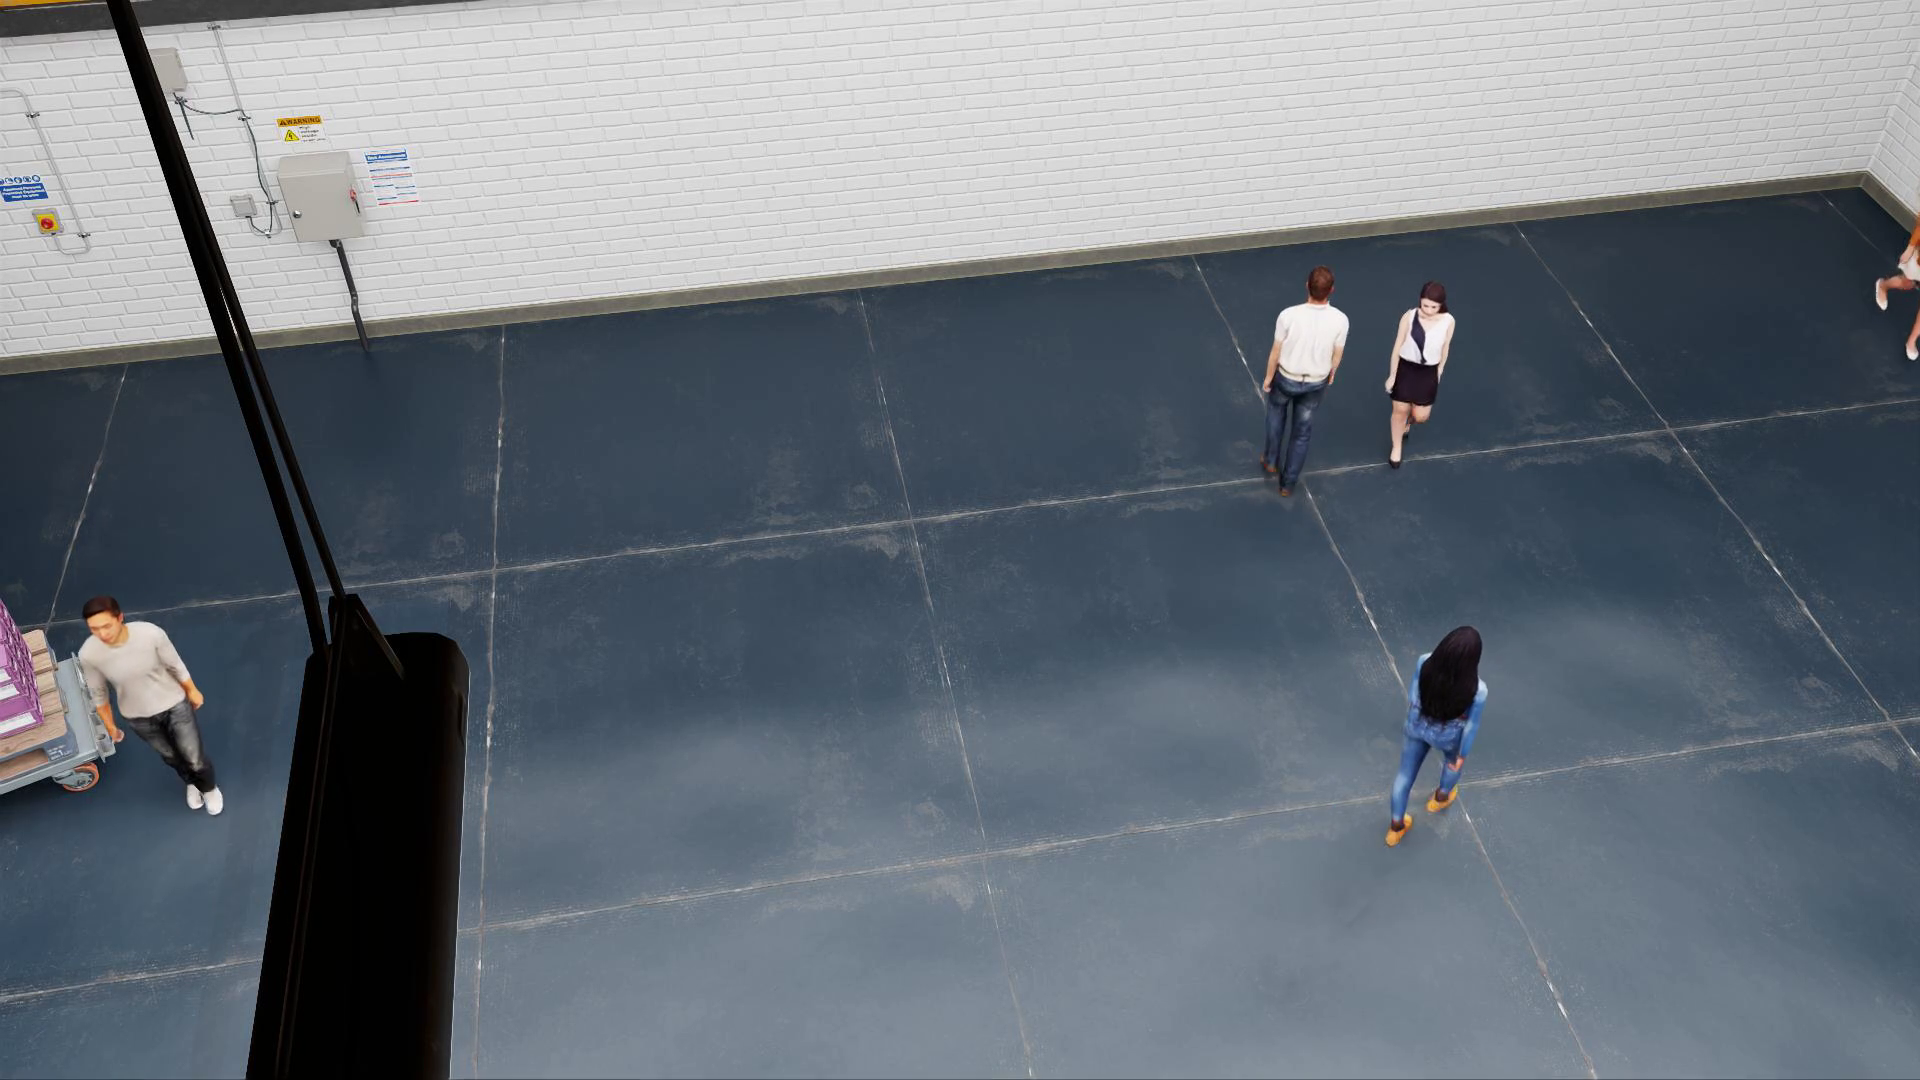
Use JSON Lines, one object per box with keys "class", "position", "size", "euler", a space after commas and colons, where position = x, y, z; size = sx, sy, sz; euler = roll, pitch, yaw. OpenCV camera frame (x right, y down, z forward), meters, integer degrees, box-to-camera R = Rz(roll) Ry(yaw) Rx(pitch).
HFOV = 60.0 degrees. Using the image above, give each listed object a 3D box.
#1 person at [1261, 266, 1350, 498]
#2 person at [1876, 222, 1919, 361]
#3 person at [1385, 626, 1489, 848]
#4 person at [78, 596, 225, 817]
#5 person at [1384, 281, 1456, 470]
{"class": "person", "position": [2.415, -1.056, 11.787], "size": [0.793, 1.837, 0.817], "euler": [5, 44, 5]}
{"class": "person", "position": [7.746, -2.337, 13.242], "size": [0.915, 1.684, 1.161], "euler": [6, 44, 6]}
{"class": "person", "position": [2.678, 1.174, 9.550], "size": [0.900, 1.694, 0.962], "euler": [25, 49, 24]}
{"class": "person", "position": [-4.730, 0.901, 9.762], "size": [0.727, 1.796, 0.714], "euler": [-14, 45, -14]}
{"class": "person", "position": [3.306, -1.248, 12.134], "size": [0.667, 1.635, 0.747], "euler": [5, 44, 5]}
